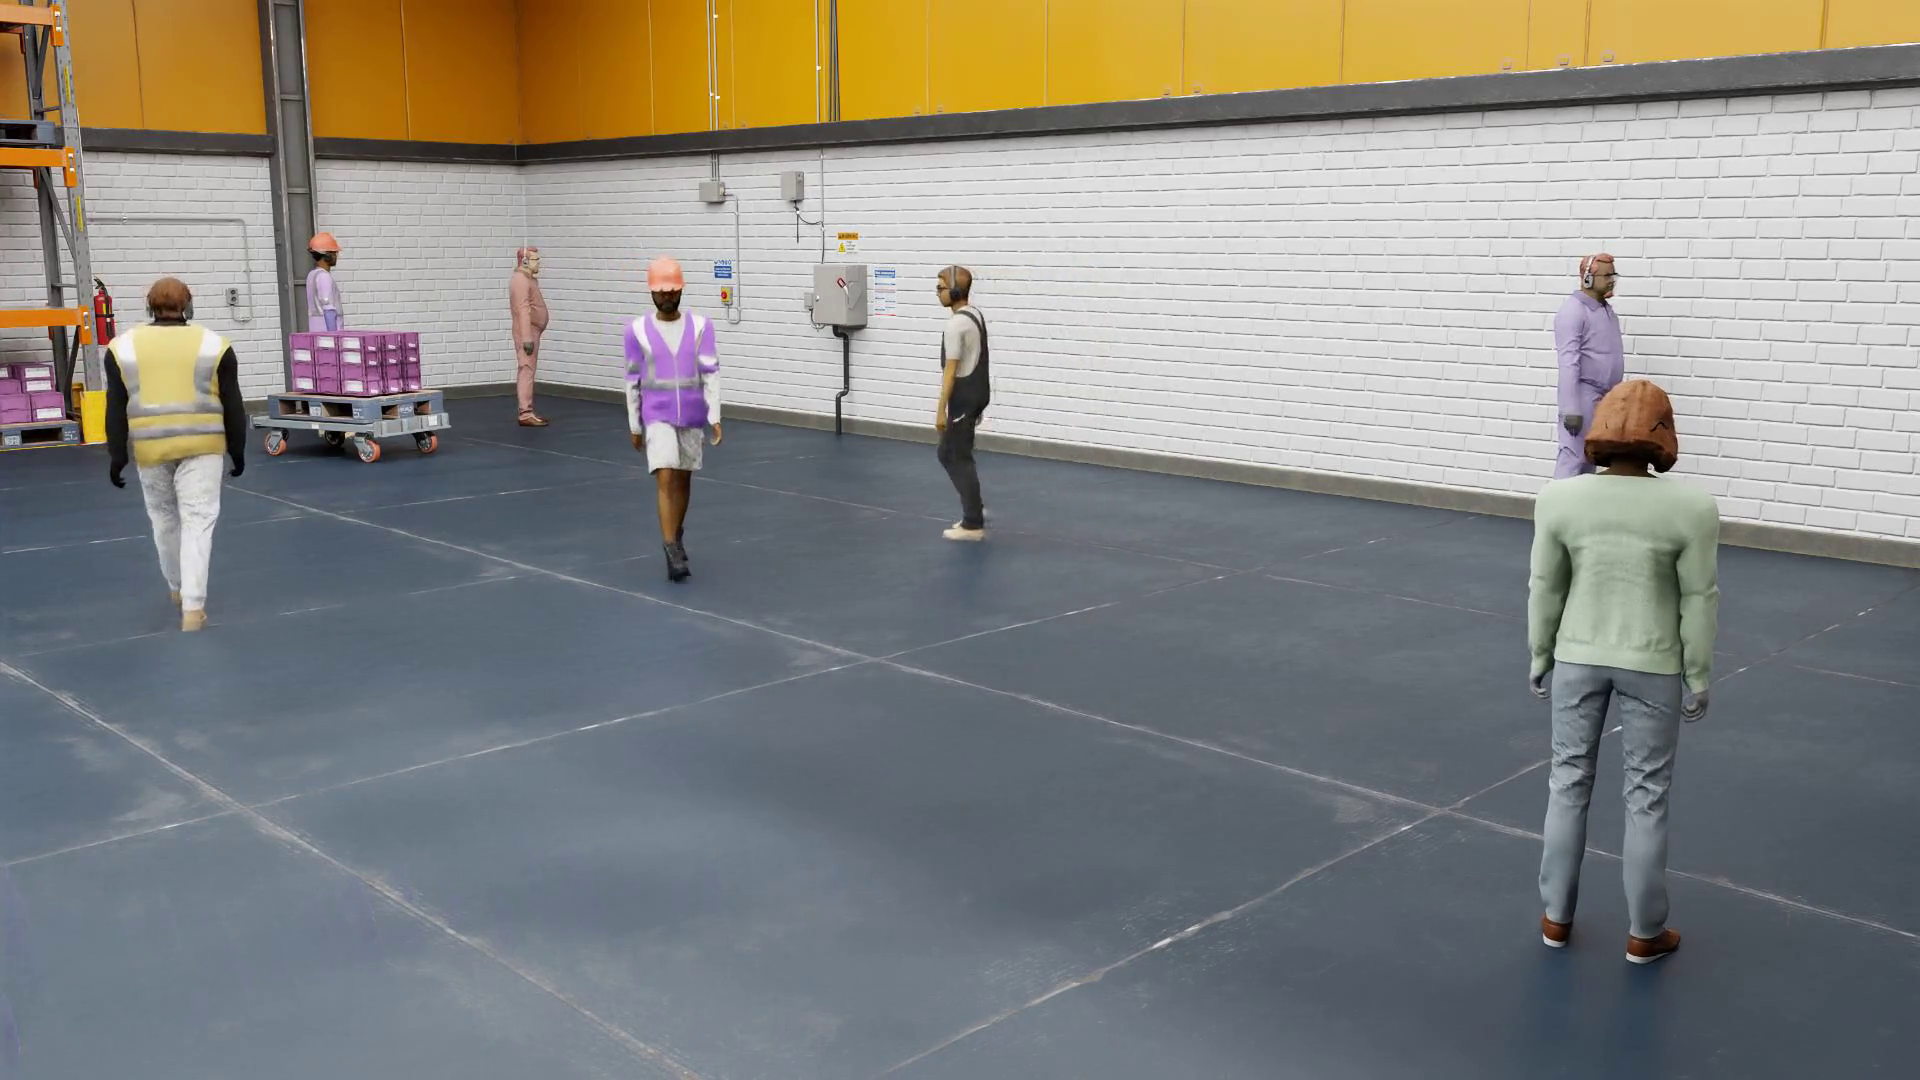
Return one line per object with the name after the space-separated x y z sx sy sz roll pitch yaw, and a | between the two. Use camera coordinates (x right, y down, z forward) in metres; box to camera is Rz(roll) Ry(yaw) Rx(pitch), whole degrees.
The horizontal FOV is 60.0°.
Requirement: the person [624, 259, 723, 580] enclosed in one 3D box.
-1.723 -0.739 10.018 0.547 1.886 0.987 -4 11 -20 | person

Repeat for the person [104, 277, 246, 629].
-4.115 -0.477 8.811 0.646 1.793 0.958 -3 11 -16 | person

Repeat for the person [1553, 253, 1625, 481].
4.106 -0.900 10.842 0.404 1.904 0.679 9 14 41 | person

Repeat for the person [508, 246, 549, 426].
-4.581 -2.168 17.734 0.403 1.906 0.652 -2 11 -13 | person

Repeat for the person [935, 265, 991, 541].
0.003 -0.892 10.988 0.432 1.825 0.540 3 11 17 | person

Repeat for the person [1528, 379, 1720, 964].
1.840 0.367 4.657 0.498 1.633 0.284 7 12 33 | person

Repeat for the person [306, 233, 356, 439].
-6.264 -2.020 16.550 0.373 2.043 0.615 -7 12 -32 | person
